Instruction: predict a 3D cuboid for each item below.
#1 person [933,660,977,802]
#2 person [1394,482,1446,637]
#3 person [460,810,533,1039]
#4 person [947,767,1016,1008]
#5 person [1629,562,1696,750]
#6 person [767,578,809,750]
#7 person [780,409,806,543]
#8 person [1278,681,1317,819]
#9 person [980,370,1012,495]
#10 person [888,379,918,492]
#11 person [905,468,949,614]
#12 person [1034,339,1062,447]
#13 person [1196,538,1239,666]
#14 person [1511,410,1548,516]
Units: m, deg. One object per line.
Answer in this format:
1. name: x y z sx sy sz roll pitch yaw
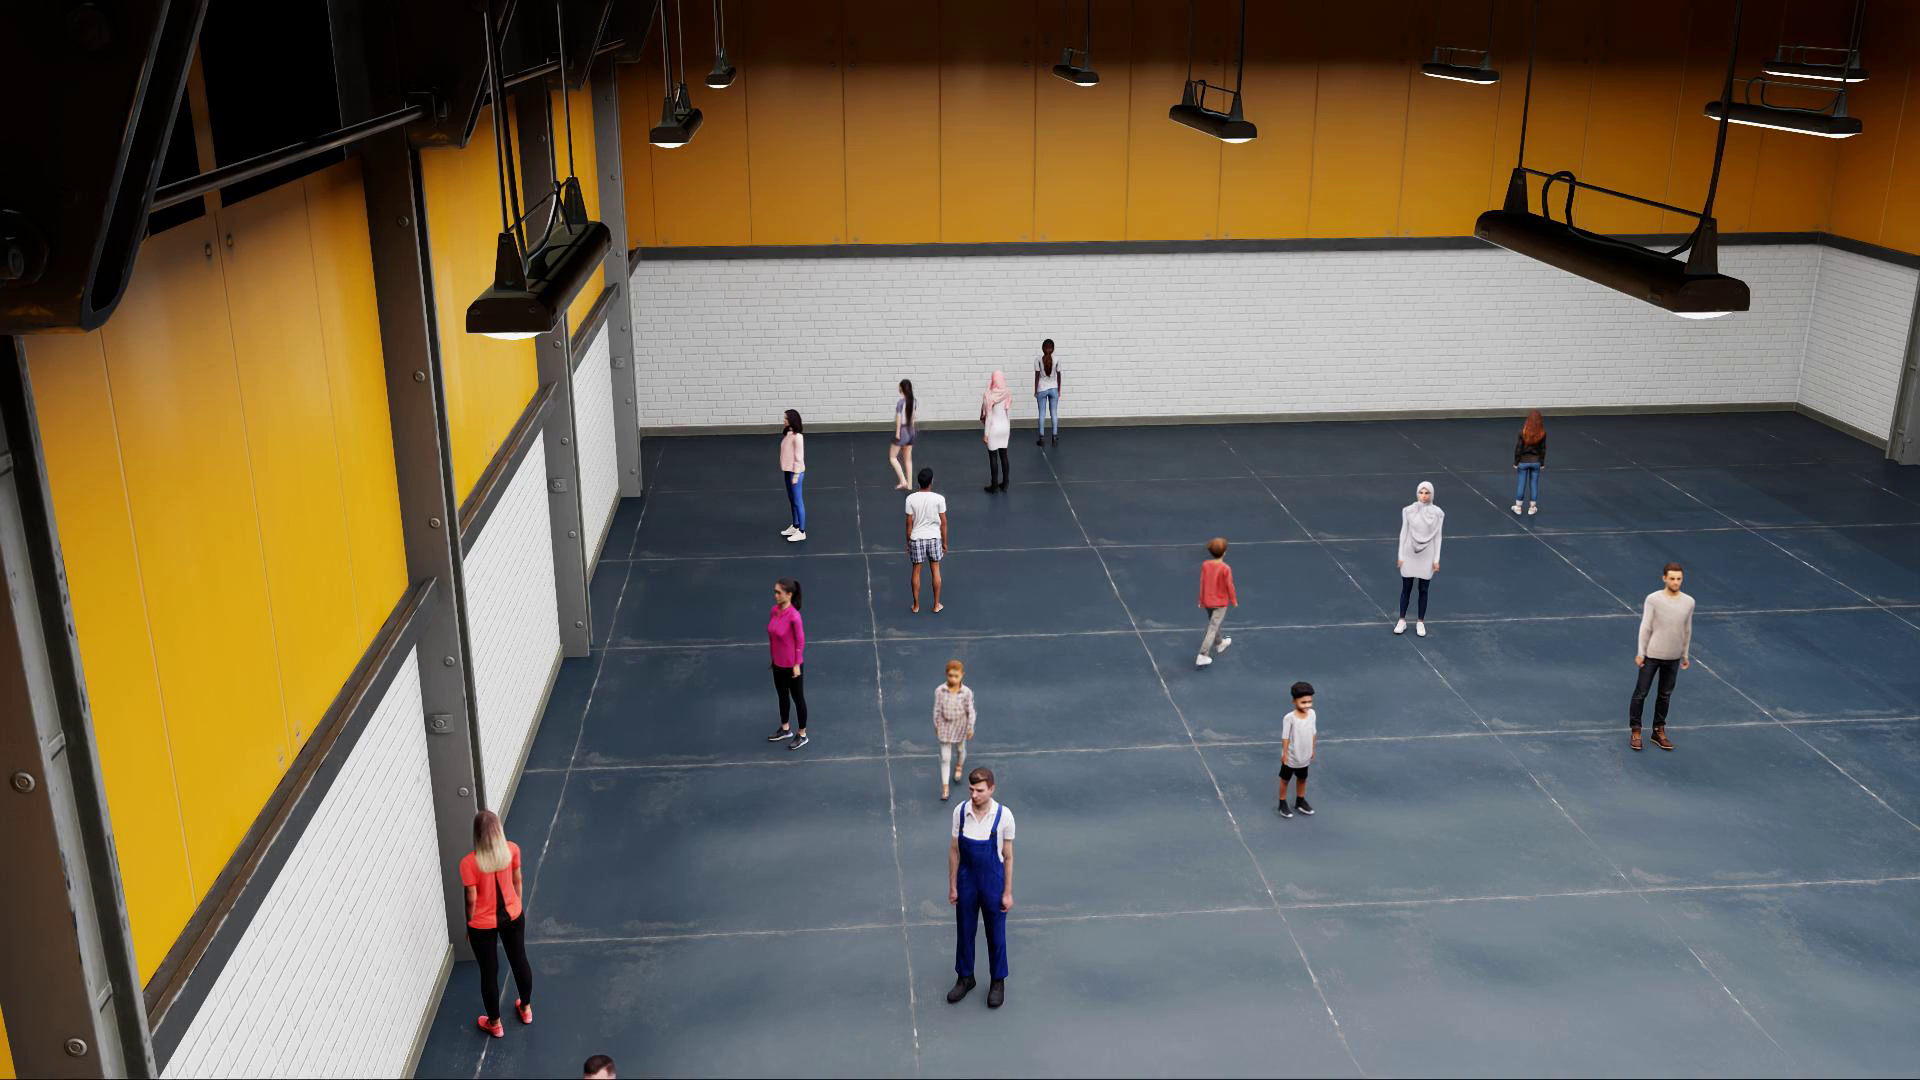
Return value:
1. person: -0.040 1.680 15.138 0.652 1.266 0.981 2 19 5
2. person: 5.168 0.198 18.741 0.679 1.775 0.655 6 19 16
3. person: -3.228 2.650 11.586 0.676 1.694 0.707 -15 24 -38
4. person: 0.164 2.456 11.919 0.707 1.849 0.691 5 19 15
5. person: 6.719 1.095 15.931 0.669 1.868 0.589 0 19 0
6. person: -1.649 1.168 15.981 0.675 1.698 0.743 17 25 41
7. person: -2.184 -0.870 21.922 0.765 1.769 0.589 -7 20 -20
8. person: 2.981 1.834 14.695 0.519 1.256 0.527 -6 19 -16
9. person: 0.539 -1.562 23.924 0.720 1.803 0.738 -12 22 -32
10. person: -0.729 -1.488 23.964 0.769 1.636 0.702 13 22 33
11. person: -0.402 0.005 19.379 0.666 1.733 0.557 1 19 2
12. person: 1.392 -2.350 26.395 0.585 1.719 0.517 -2 19 -6
13. person: 2.717 0.691 17.890 0.945 1.383 0.938 -17 25 -41
14. person: 7.883 -1.085 23.007 0.606 1.483 0.574 2 19 7
